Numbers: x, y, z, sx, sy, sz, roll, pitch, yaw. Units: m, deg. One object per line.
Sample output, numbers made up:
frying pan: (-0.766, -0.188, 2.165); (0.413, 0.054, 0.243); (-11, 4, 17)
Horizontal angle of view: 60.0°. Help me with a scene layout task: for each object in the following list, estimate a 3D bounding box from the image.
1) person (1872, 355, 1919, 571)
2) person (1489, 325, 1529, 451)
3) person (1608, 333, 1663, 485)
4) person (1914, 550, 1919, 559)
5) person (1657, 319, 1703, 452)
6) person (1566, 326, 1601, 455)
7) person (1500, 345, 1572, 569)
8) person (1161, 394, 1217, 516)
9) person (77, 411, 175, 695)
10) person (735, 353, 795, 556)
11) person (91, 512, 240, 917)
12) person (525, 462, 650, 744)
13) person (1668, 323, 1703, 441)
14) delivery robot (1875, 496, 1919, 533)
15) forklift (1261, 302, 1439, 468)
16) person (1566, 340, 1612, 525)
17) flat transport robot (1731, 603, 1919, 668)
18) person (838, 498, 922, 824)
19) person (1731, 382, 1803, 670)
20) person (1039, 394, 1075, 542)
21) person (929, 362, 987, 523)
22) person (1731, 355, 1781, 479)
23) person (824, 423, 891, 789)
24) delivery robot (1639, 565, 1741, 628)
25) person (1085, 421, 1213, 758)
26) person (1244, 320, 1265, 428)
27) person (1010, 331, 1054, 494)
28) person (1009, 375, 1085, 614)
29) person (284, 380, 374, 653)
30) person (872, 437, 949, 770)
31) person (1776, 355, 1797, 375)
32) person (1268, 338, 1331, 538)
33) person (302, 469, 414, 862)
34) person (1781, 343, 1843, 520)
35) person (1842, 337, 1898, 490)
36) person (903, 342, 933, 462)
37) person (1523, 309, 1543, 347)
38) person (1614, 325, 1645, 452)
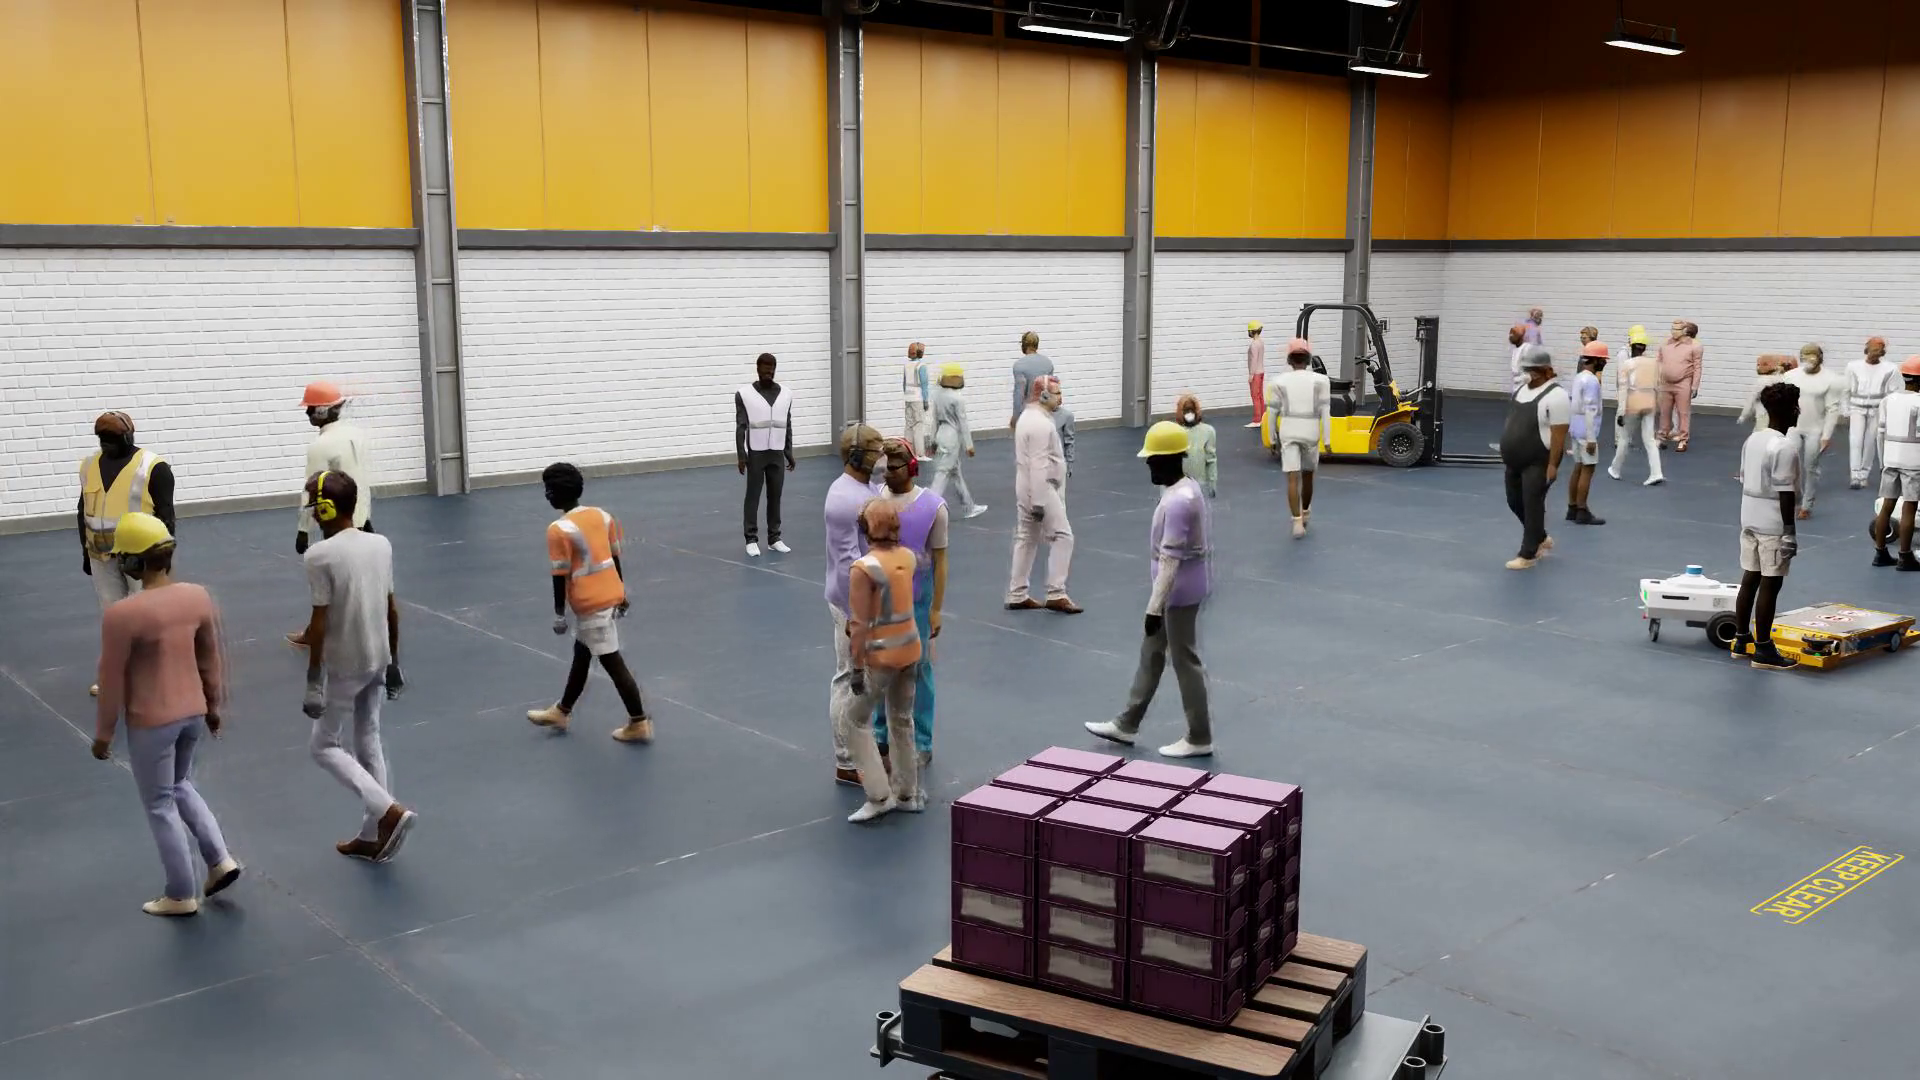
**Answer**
person: (8.500, -0.689, 14.922); (0.357, 1.937, 0.551); (-3, 10, -19)
person: (8.060, -2.175, 23.961); (0.827, 1.831, 0.609); (0, 10, 3)
person: (8.417, -1.622, 20.623); (0.633, 1.872, 1.016); (-1, 10, -8)
person: (9.165, -0.723, 14.995); (0.623, 1.993, 0.949); (-4, 10, -21)
person: (10.337, -2.228, 24.024); (0.406, 1.904, 0.654); (-9, 13, -42)
person: (8.778, -2.068, 23.279); (0.346, 1.842, 0.506); (0, 10, -3)
person: (5.198, -0.768, 15.080); (0.628, 2.000, 0.692); (-3, 10, -18)
person: (2.018, -0.510, 14.848); (0.508, 1.614, 0.648); (-1, 10, -5)
person: (-5.351, 0.090, 10.661); (0.621, 1.838, 0.429); (1, 10, 5)
person: (-1.845, -0.815, 15.734); (0.597, 1.910, 0.380); (-7, 12, -34)
person: (-3.392, 0.750, 7.043); (0.355, 1.751, 0.527); (3, 10, 17)
person: (-2.184, 0.367, 9.585); (0.853, 1.634, 0.526); (2, 10, 14)
person: (10.989, -2.392, 25.302); (0.430, 1.801, 0.726); (0, 10, -2)
delivery robot: (9.374, -0.277, 16.276); (0.707, 0.478, 0.477); (8, 12, 38)
forklift: (5.320, -2.157, 22.763); (2.313, 2.155, 1.214); (3, 10, 16)
person: (6.634, -1.136, 17.550); (0.380, 1.933, 0.556); (1, 10, 6)
flat transport robot: (6.209, 0.662, 11.882); (1.431, 0.197, 0.652); (-7, 12, -35)
person: (-0.413, 0.602, 8.288); (0.406, 1.624, 0.550); (5, 11, 27)
person: (5.565, -0.104, 11.412); (0.367, 1.966, 0.606); (0, 10, -1)
person: (0.858, -0.736, 16.121); (0.504, 1.629, 0.280); (2, 10, 12)
person: (-0.021, -1.027, 17.573); (0.886, 1.696, 0.500); (-6, 11, -31)
person: (9.850, -1.490, 20.575); (0.498, 1.596, 0.757); (-9, 13, -42)
person: (-0.529, 0.342, 8.883); (0.372, 1.940, 0.632); (1, 10, 7)
delivery robot: (5.348, 0.427, 12.154); (0.707, 0.478, 0.477); (3, 10, 19)
person: (1.073, 0.290, 9.282); (0.779, 1.899, 0.615); (1, 10, 6)
person: (4.839, -2.726, 27.358); (0.329, 1.765, 0.533); (5, 11, 25)
person: (0.833, -1.495, 19.638); (0.372, 1.940, 0.627); (9, 13, 43)
person: (0.707, -0.359, 13.142); (0.704, 1.880, 0.672); (-1, 10, -8)
person: (-4.451, -0.129, 11.579); (0.921, 1.954, 0.648); (1, 10, 4)
person: (-0.318, 0.342, 9.175); (0.563, 1.838, 0.389); (6, 11, 31)
person: (9.902, -1.404, 19.978); (0.310, 1.638, 0.523); (4, 11, 25)
person: (3.446, -1.046, 16.892); (0.628, 1.973, 1.081); (2, 10, 9)
person: (-2.751, 0.598, 7.633); (0.493, 1.849, 0.572); (4, 11, 23)
person: (8.892, -1.120, 17.549); (0.909, 1.896, 0.639); (-10, 14, -44)
person: (10.933, -1.513, 20.020); (0.591, 1.837, 0.941); (5, 11, 26)
person: (-0.603, -1.897, 22.861); (0.313, 1.642, 0.513); (-7, 12, -35)
person: (10.405, -3.300, 30.449); (0.435, 1.863, 0.810); (0, 10, 1)
person: (9.714, -2.194, 24.067); (0.403, 1.824, 0.586); (10, 14, 44)
